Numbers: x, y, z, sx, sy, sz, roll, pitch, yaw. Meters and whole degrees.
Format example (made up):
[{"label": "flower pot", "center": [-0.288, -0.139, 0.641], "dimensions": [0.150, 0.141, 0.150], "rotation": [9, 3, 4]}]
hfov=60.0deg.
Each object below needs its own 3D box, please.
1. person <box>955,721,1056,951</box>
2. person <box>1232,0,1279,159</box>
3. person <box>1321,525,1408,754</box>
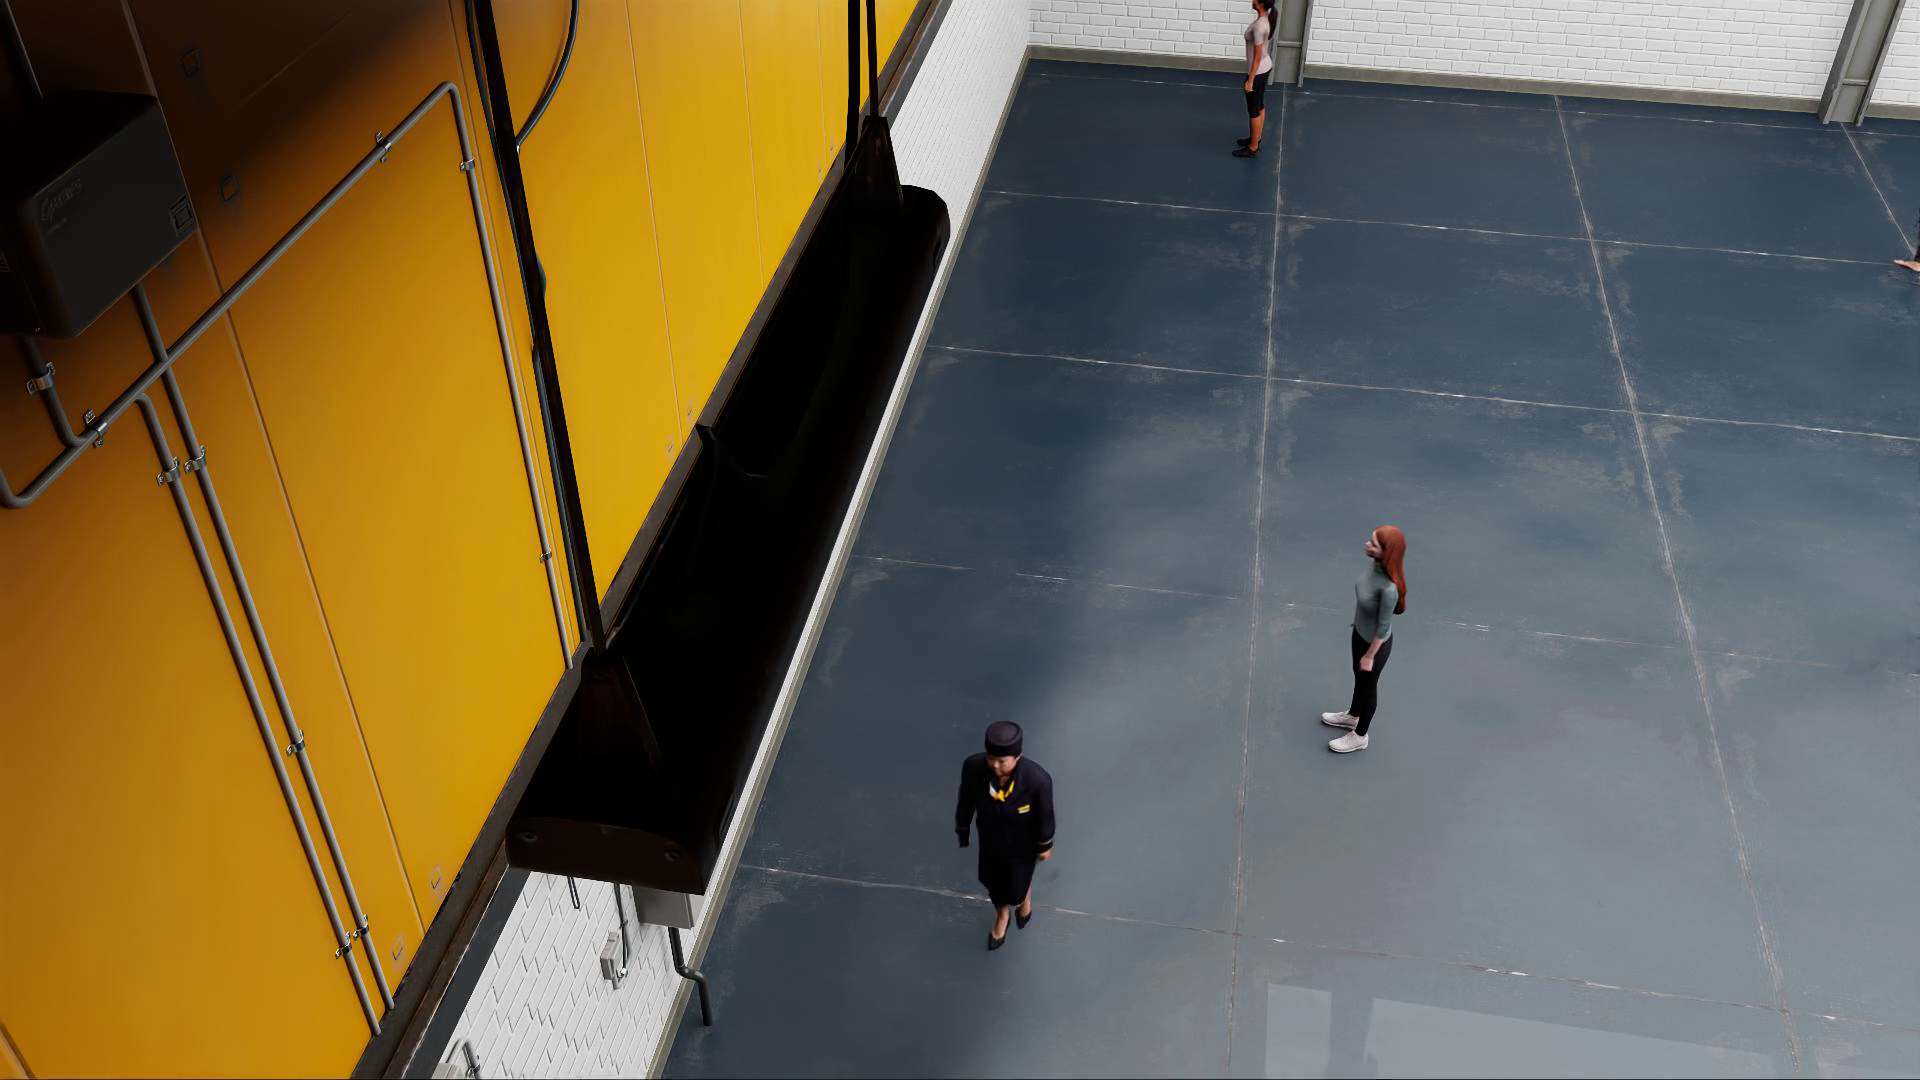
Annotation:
[{"label": "person", "center": [0.291, 1.592, 9.112], "dimensions": [0.683, 1.662, 0.828], "rotation": [14, 41, 17]}, {"label": "person", "center": [3.053, -4.786, 17.030], "dimensions": [0.588, 1.747, 0.637], "rotation": [14, 41, 17]}, {"label": "person", "center": [2.534, 0.609, 10.278], "dimensions": [0.570, 1.743, 0.600], "rotation": [2, 39, 2]}]
